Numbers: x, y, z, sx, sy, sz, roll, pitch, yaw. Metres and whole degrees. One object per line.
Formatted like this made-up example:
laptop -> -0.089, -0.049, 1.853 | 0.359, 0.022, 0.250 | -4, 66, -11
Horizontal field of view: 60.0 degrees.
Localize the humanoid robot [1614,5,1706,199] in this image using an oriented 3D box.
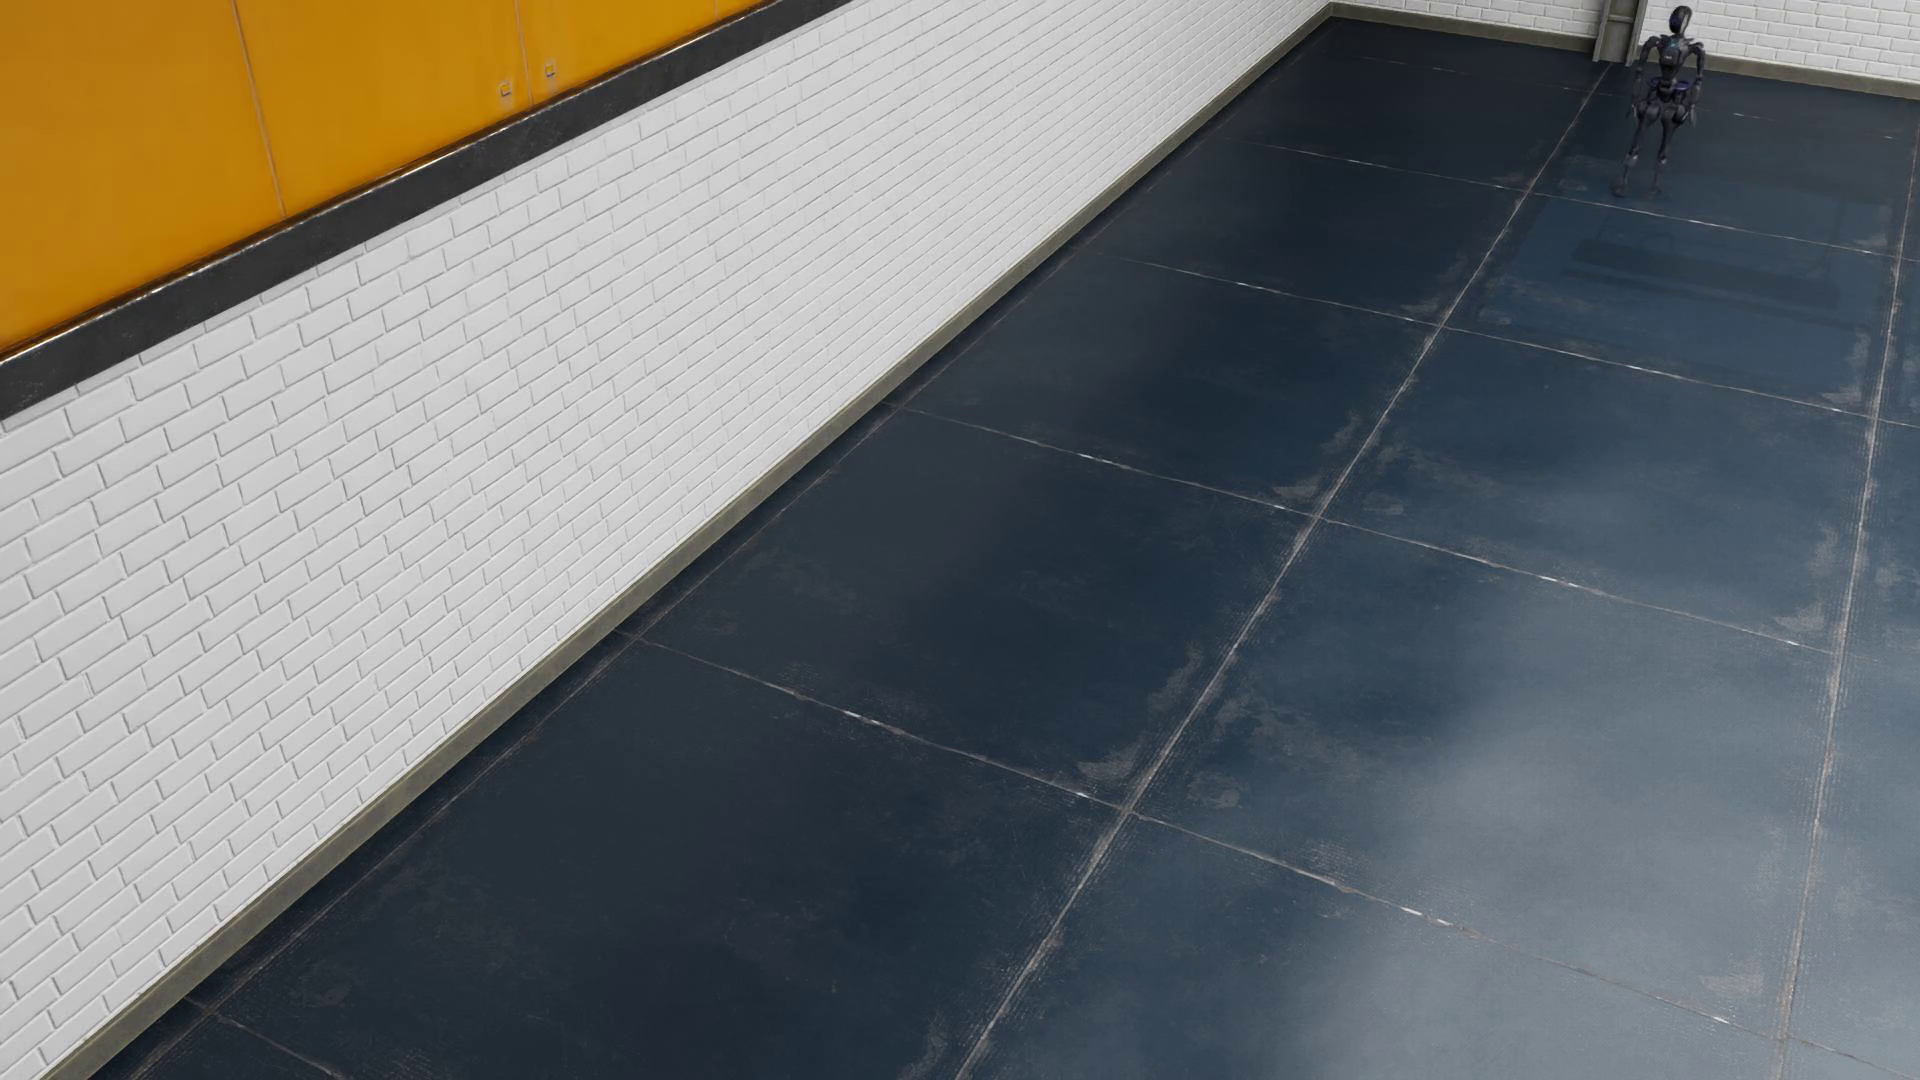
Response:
humanoid robot -> 6.051, -3.749, 14.295 | 0.598, 1.658, 0.366 | 21, 39, 28
